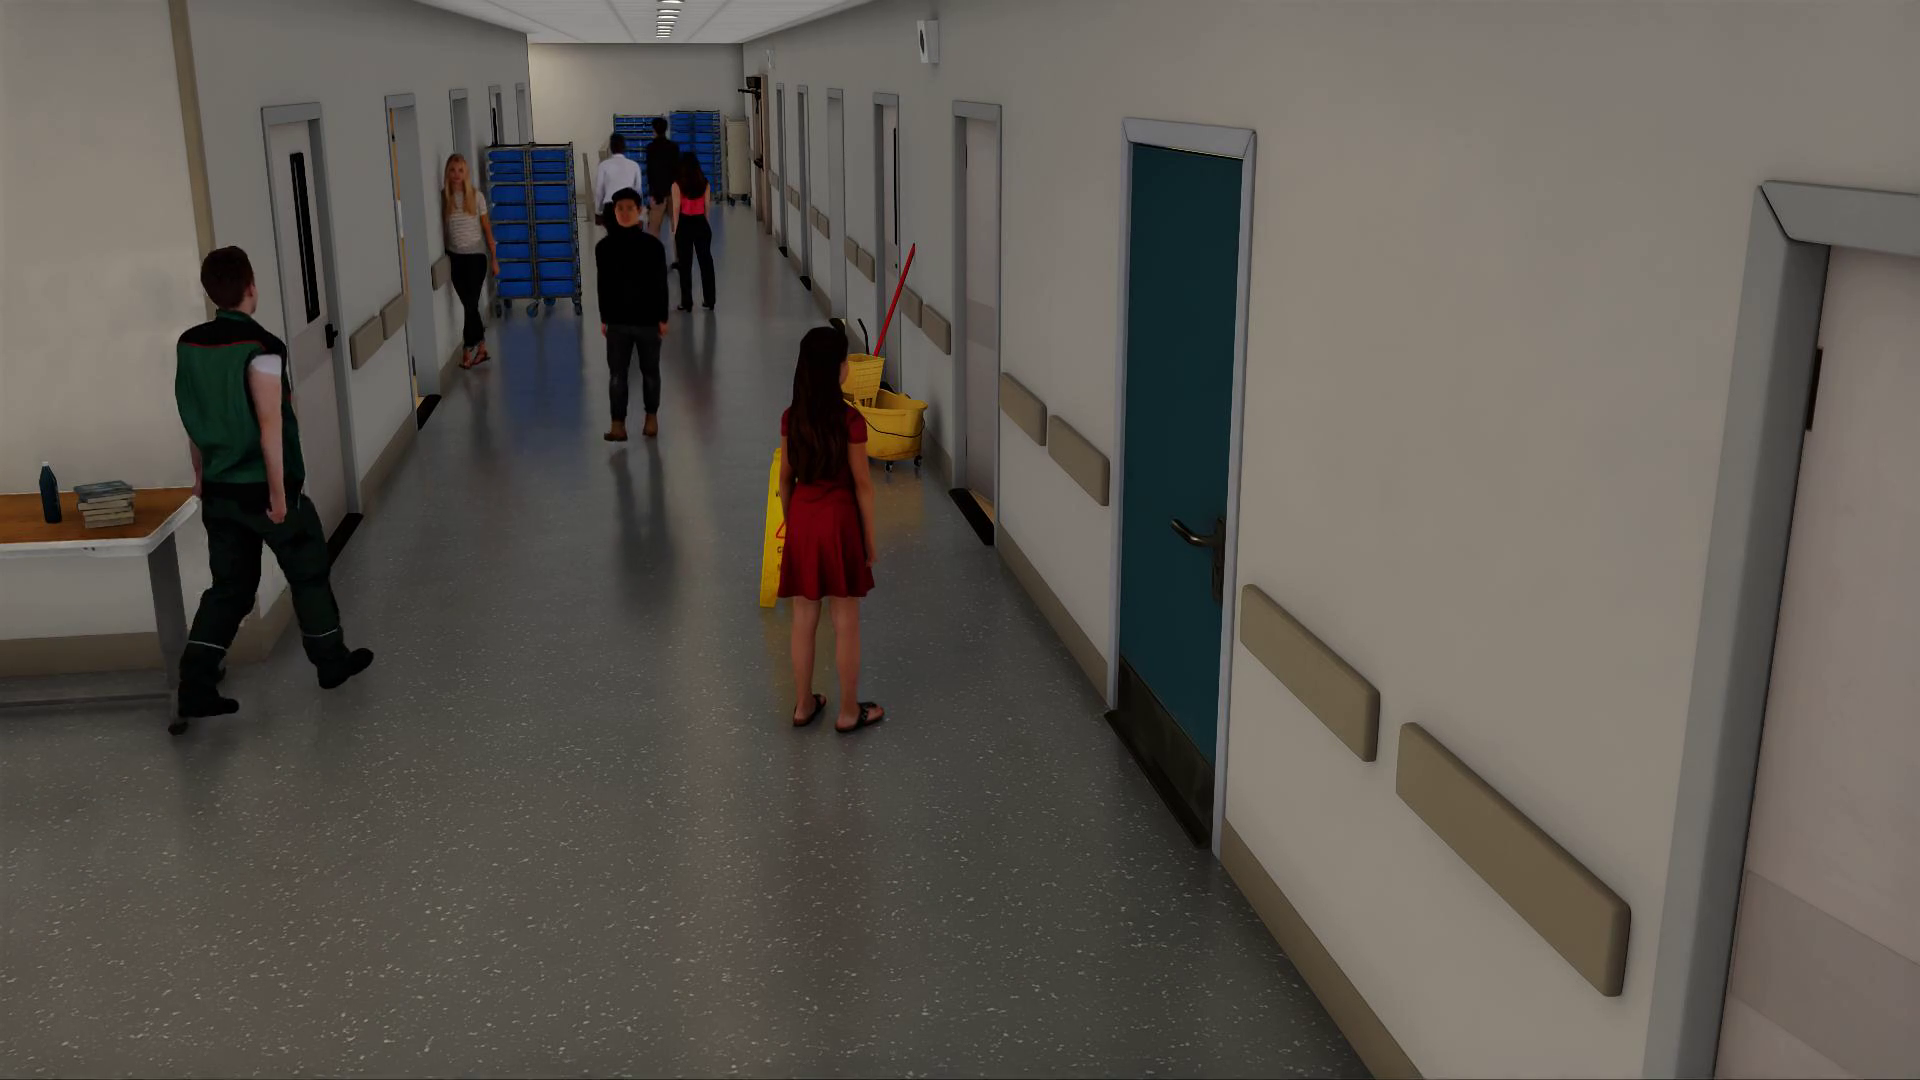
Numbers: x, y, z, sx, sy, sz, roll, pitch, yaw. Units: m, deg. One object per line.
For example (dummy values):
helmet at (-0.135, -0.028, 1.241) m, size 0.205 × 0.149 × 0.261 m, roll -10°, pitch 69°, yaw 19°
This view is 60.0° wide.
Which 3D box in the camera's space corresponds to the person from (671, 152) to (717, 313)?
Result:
person at (-2.827, -3.265, 17.613) m, size 0.649 × 1.658 × 0.644 m, roll -10°, pitch 19°, yaw -32°

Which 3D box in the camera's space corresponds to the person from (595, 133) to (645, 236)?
person at (-3.642, -3.410, 17.912) m, size 0.854 × 1.775 × 1.335 m, roll -7°, pitch 17°, yaw -23°

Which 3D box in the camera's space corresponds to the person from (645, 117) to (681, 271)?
person at (-3.649, -4.280, 20.821) m, size 1.040 × 1.870 × 1.334 m, roll -10°, pitch 19°, yaw -32°

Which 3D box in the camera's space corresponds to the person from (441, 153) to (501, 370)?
person at (-4.168, -2.360, 14.146) m, size 0.762 × 1.796 × 1.006 m, roll 0°, pitch 16°, yaw 1°

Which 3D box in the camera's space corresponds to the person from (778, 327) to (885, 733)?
person at (-0.517, -0.042, 6.359) m, size 0.670 × 1.553 × 0.729 m, roll 6°, pitch 17°, yaw 21°

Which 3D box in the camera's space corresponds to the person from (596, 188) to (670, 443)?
person at (-2.221, -1.536, 11.412) m, size 0.793 × 1.695 × 1.022 m, roll 1°, pitch 16°, yaw 3°

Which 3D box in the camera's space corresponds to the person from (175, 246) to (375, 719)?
person at (-2.778, -0.164, 6.353) m, size 1.033 × 1.796 × 1.234 m, roll 6°, pitch 17°, yaw 20°
